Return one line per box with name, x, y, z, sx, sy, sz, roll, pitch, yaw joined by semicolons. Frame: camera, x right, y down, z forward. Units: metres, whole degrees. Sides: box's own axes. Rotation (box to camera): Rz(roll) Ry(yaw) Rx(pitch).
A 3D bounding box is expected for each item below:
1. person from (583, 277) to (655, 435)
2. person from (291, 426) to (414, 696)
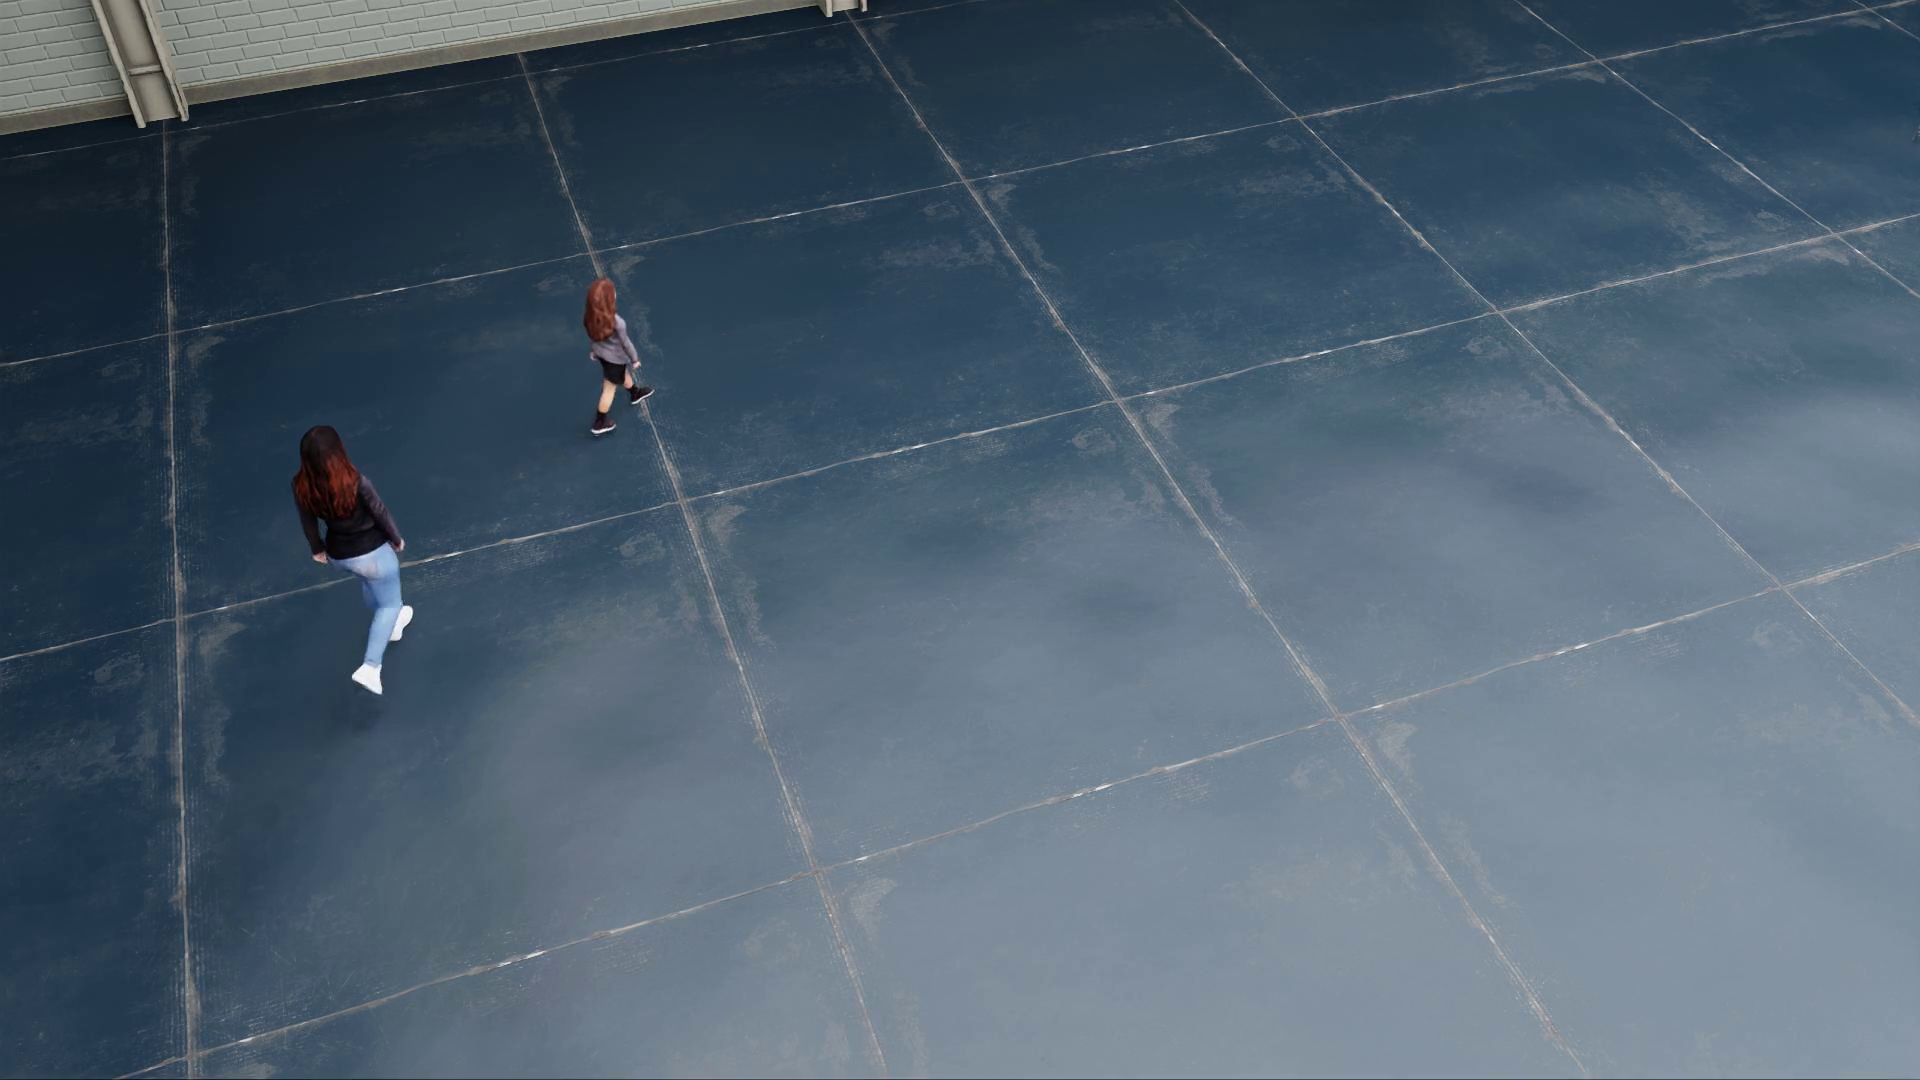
person;-2.278;-1.172;10.681;0.715;1.076;0.867;30;51;28
person;-3.233;0.111;8.915;1.066;1.610;1.013;7;43;7
